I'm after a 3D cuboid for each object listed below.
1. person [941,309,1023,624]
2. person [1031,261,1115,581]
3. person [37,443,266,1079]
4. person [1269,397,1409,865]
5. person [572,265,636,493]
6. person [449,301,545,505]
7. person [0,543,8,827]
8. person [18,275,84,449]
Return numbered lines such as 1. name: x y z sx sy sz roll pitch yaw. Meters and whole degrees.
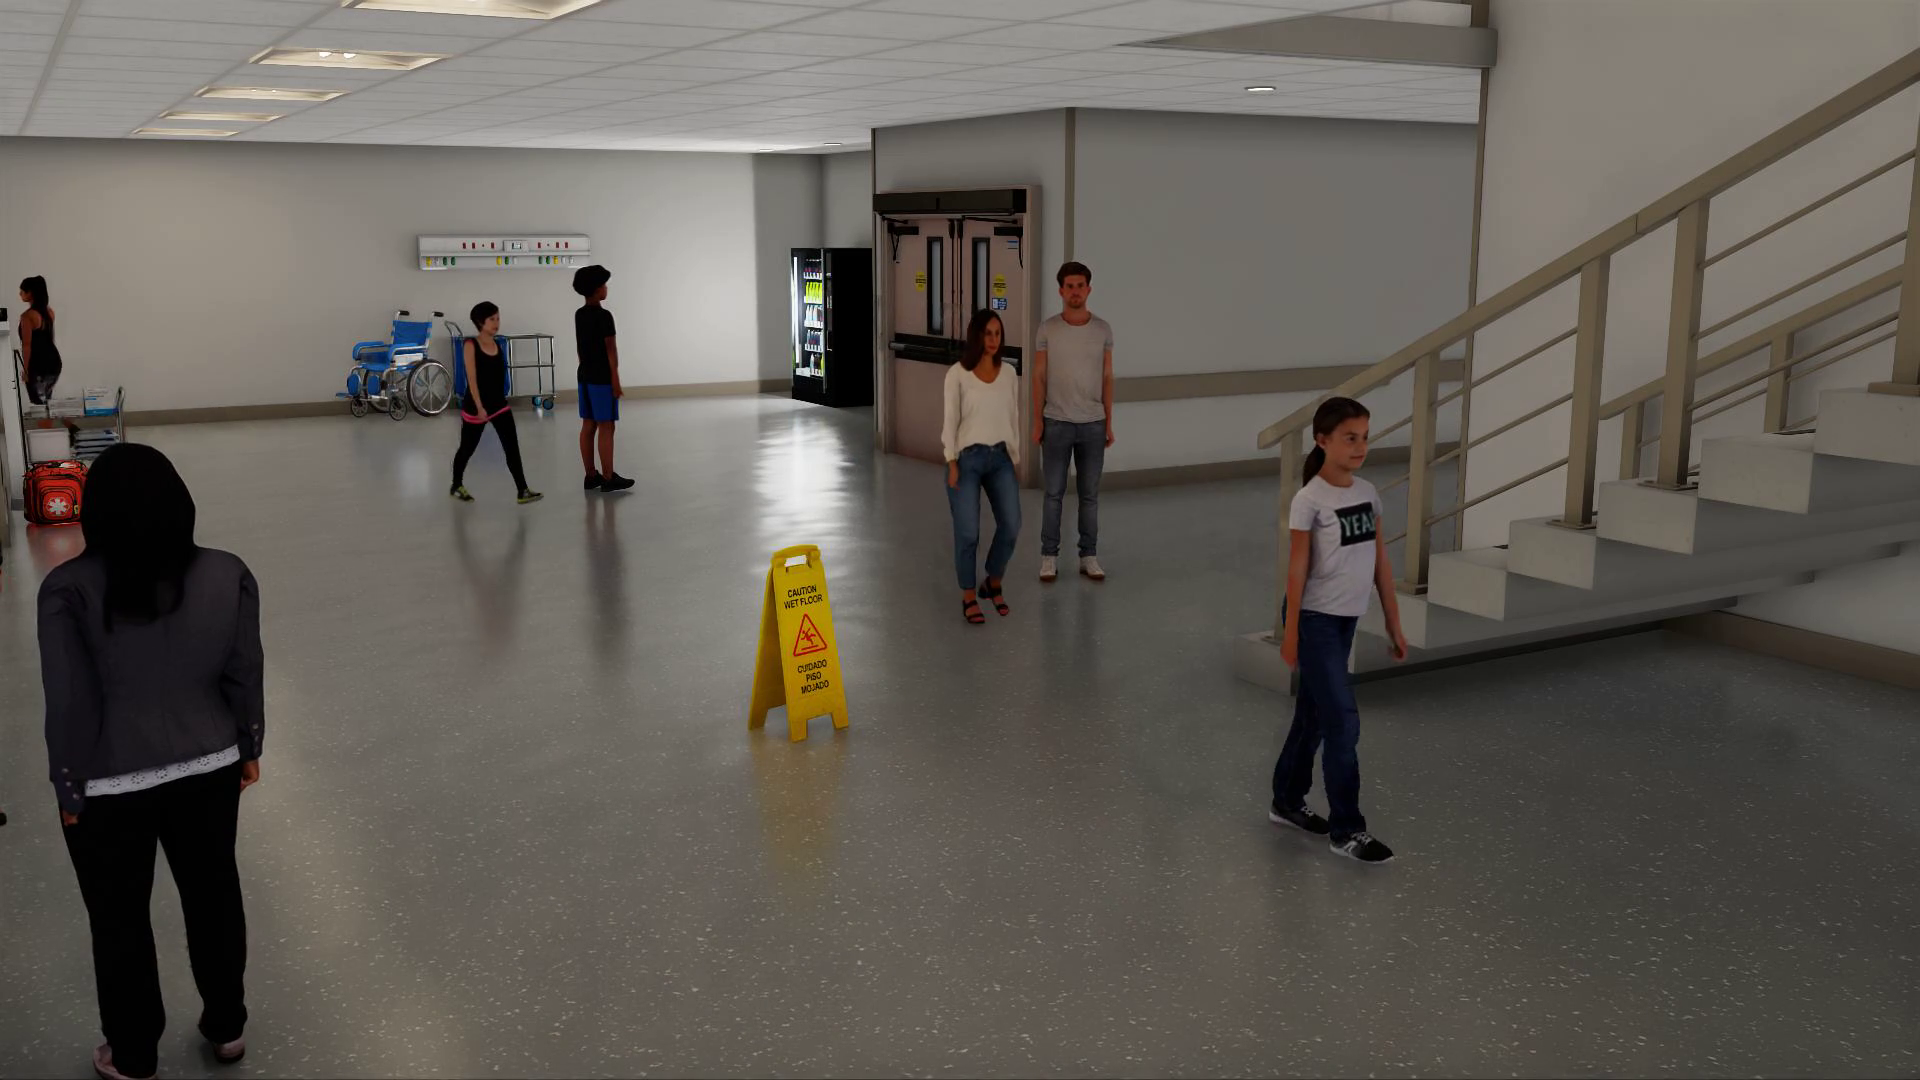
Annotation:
1. person: 0.071 -0.400 8.920 0.668 1.672 0.634 -4 11 -20
2. person: 0.680 -0.717 9.989 0.732 1.898 0.702 -1 11 -7
3. person: -1.987 0.555 4.094 0.748 1.597 0.745 10 15 43
4. person: 1.204 0.277 5.711 0.608 1.540 0.865 -9 14 -38
5. person: -2.909 -1.302 13.334 0.624 1.800 0.742 9 14 40
6. person: -3.622 -0.992 12.474 1.107 1.511 0.872 7 13 32
7. person: -3.697 0.194 5.894 0.886 1.633 1.149 -10 15 -44
8. person: -8.316 -1.579 15.198 0.835 1.649 0.790 1 11 3
